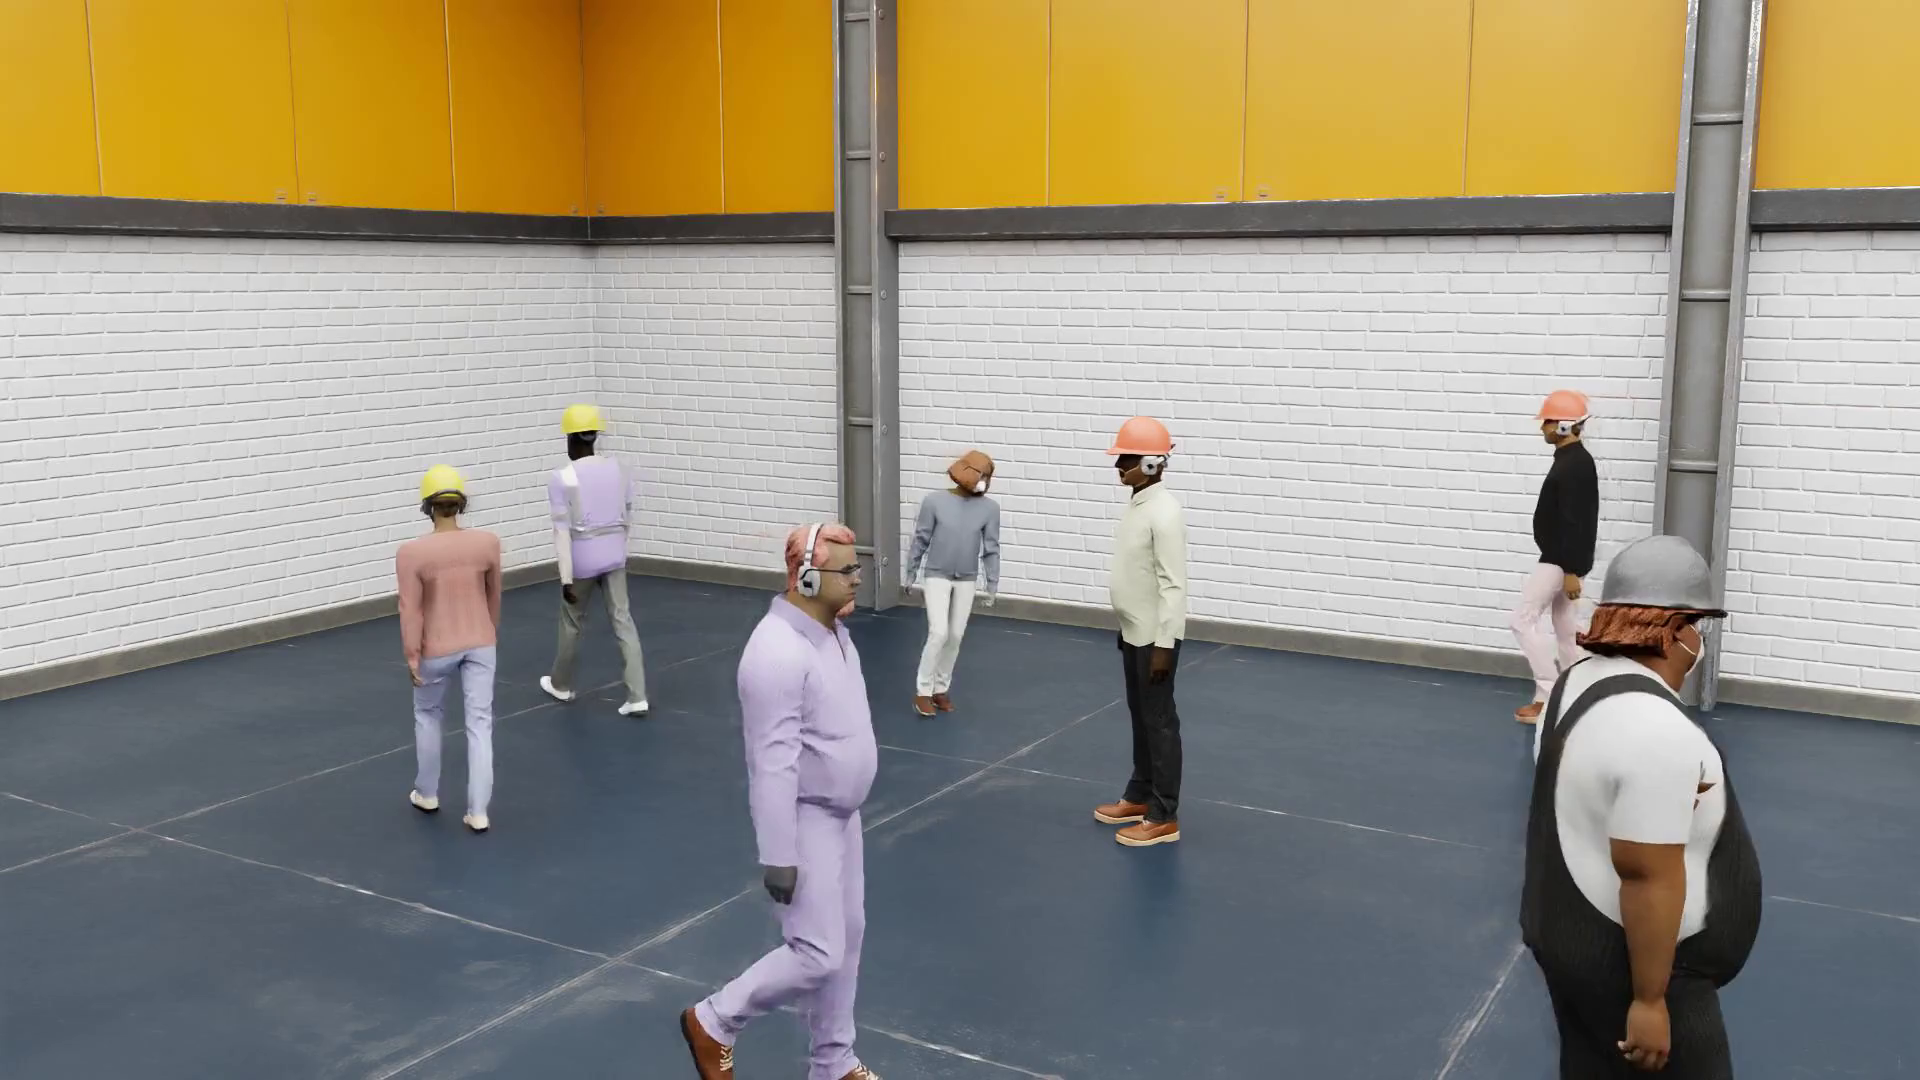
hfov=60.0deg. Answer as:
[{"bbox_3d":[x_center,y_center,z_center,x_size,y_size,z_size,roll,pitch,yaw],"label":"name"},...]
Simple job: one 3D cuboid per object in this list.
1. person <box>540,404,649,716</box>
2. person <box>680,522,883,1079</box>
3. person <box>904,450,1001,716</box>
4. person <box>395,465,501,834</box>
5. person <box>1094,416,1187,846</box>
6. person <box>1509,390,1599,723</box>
[{"bbox_3d":[-2.222,0.118,10.027,0.592,1.870,1.036,-8,12,-41],"label":"person"},{"bbox_3d":[-0.517,0.874,5.210,0.586,1.889,0.651,2,9,12],"label":"person"},{"bbox_3d":[-0.032,0.255,9.979,0.570,1.595,0.455,-3,10,-20],"label":"person"},{"bbox_3d":[-2.465,0.505,8.009,0.529,1.737,0.767,-6,11,-32],"label":"person"},{"bbox_3d":[0.859,0.419,7.745,0.388,1.996,0.612,-1,9,-9],"label":"person"},{"bbox_3d":[3.479,0.109,9.747,0.529,1.976,0.622,5,11,30],"label":"person"}]
